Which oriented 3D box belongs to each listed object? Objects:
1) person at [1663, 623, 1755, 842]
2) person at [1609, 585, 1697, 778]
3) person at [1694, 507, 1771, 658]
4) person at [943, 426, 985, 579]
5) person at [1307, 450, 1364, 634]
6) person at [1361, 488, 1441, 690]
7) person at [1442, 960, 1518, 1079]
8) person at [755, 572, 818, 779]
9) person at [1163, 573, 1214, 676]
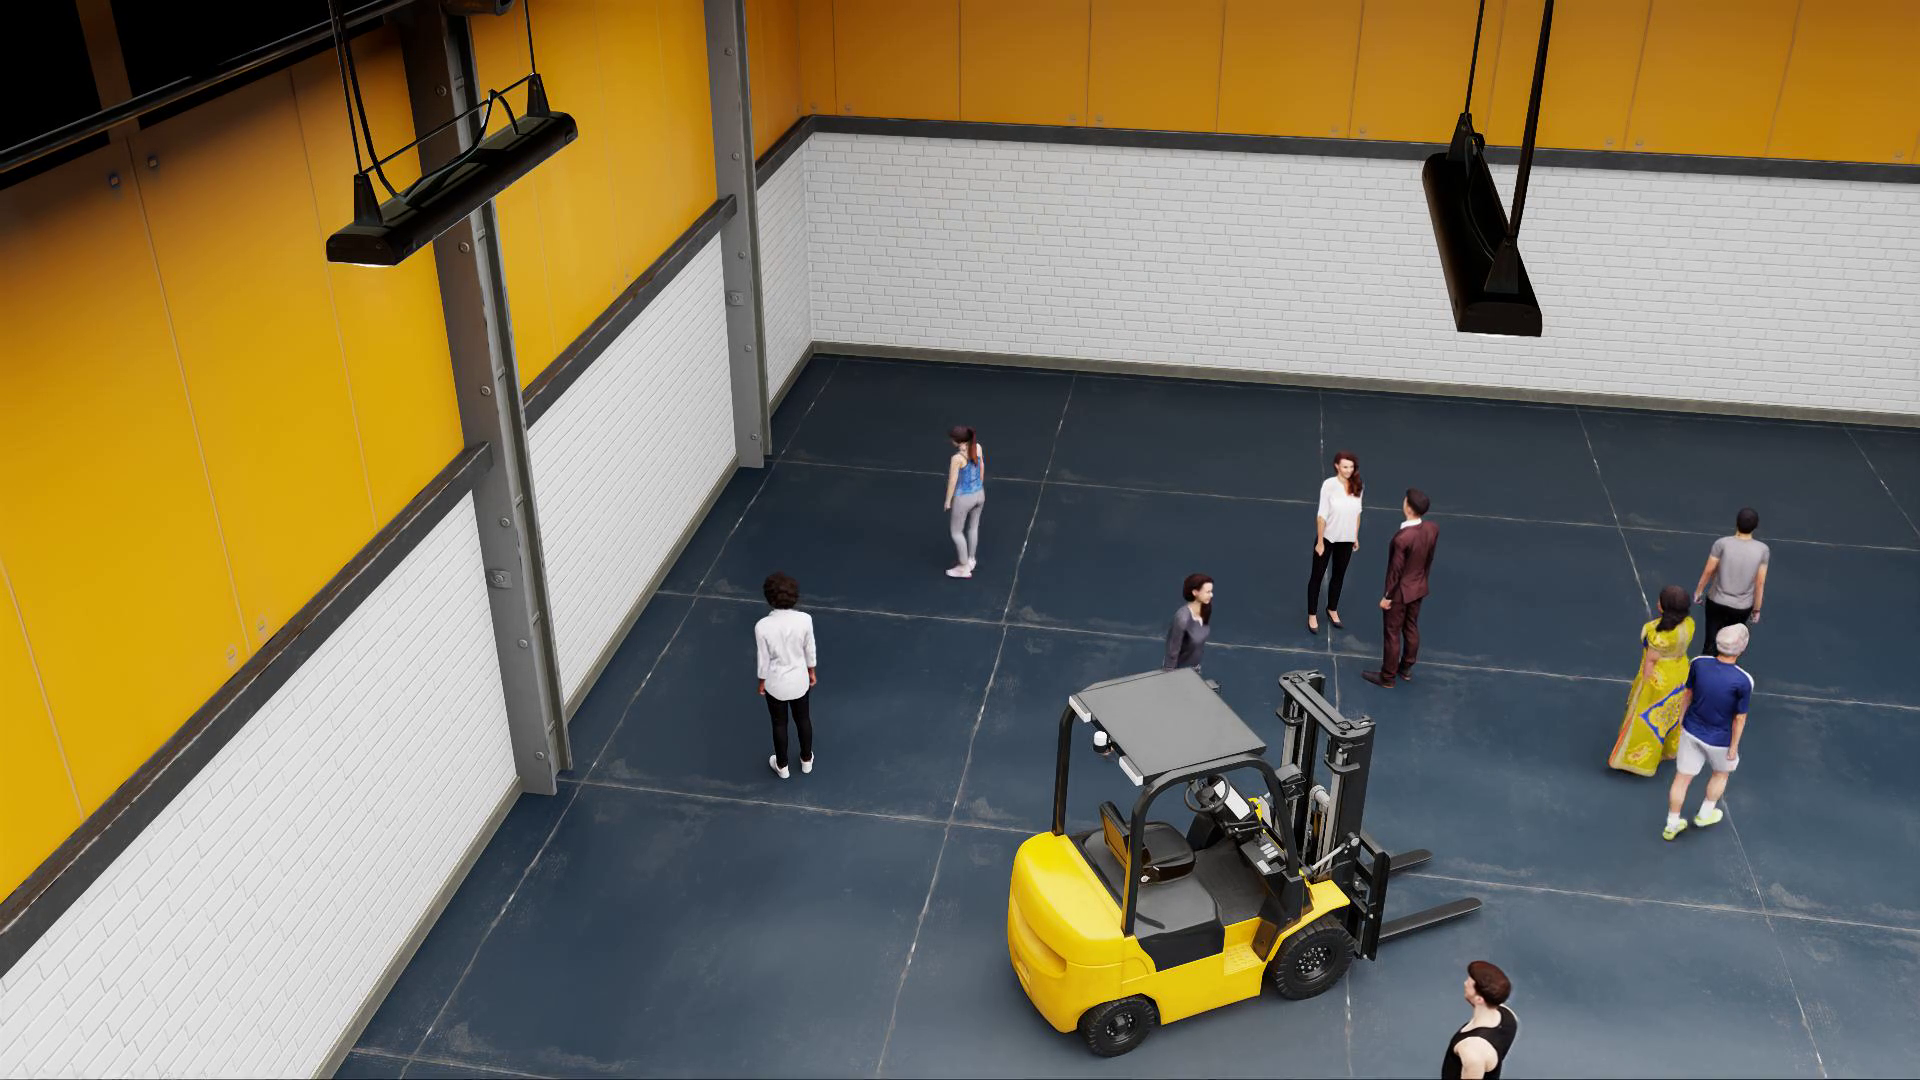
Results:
[{"bbox_3d":[5.517,1.476,12.355,0.955,1.816,0.882,-25,37,-37],"label":"person"},{"bbox_3d":[5.573,1.104,13.206,1.009,1.654,1.070,-20,34,-32],"label":"person"},{"bbox_3d":[6.531,0.579,14.098,0.731,1.722,1.057,8,30,15],"label":"person"},{"bbox_3d":[0.082,-0.414,16.061,0.710,1.584,0.788,-13,31,-22],"label":"person"},{"bbox_3d":[3.391,0.003,15.078,0.680,1.795,0.682,-10,30,-17],"label":"person"},{"bbox_3d":[3.821,0.414,14.250,0.771,1.866,0.833,-19,34,-30],"label":"person"},{"bbox_3d":[2.832,3.121,9.262,0.827,1.890,0.665,18,33,30],"label":"person"},{"bbox_3d":[-1.364,1.068,13.110,0.724,1.809,0.731,-10,30,-17],"label":"person"},{"bbox_3d":[1.703,1.018,13.260,0.840,1.753,0.811,19,34,31],"label":"person"}]
